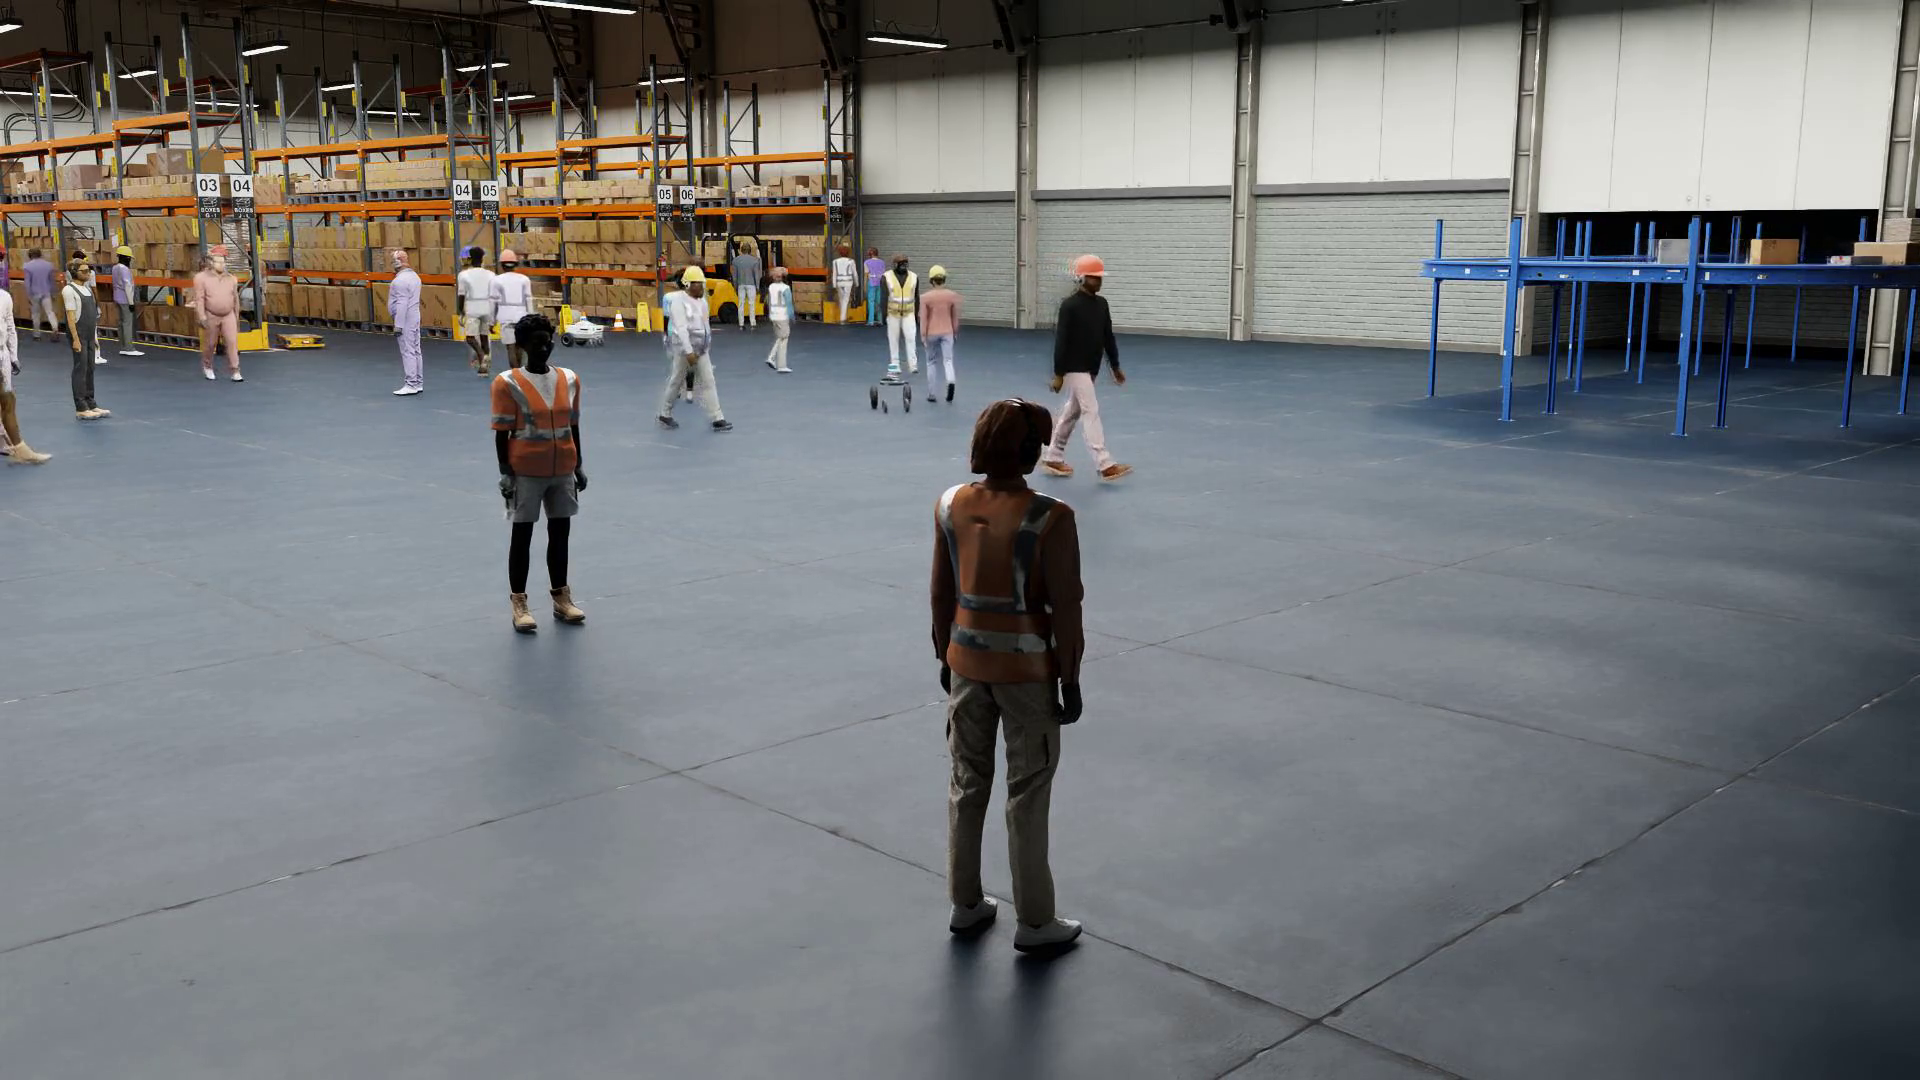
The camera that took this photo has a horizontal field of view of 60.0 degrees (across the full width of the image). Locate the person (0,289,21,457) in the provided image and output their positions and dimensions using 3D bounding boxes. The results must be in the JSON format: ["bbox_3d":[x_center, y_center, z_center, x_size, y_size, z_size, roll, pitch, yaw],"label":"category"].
[{"bbox_3d":[-9.292,-1.732,15.842,0.408,1.908,0.643,8,13,38],"label":"person"}]

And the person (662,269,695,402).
[{"bbox_3d":[-3.538,-2.629,21.350,0.547,1.673,0.714,-2,11,-9],"label":"person"}]

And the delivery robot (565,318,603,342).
[{"bbox_3d":[-7.189,-4.006,31.789,0.707,0.478,0.477,4,11,22],"label":"delivery robot"}]

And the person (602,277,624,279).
[{"bbox_3d":[-8.542,-6.423,41.117,0.601,2.029,0.615,10,14,42],"label":"person"}]

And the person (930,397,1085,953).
[{"bbox_3d":[0.139,0.399,4.946,0.524,1.639,0.308,8,13,36],"label":"person"}]

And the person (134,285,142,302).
[{"bbox_3d":[-20.947,-6.402,42.050,0.499,1.634,0.289,-8,13,-37],"label":"person"}]

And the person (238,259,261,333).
[{"bbox_3d":[-14.653,-5.020,34.360,0.571,1.677,0.553,10,14,42],"label":"person"}]

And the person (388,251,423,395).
[{"bbox_3d":[-7.409,-2.893,22.190,0.407,1.902,0.638,0,10,0],"label":"person"}]

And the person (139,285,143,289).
[{"bbox_3d":[-20.245,-6.263,40.533,0.938,1.906,0.611,7,12,32],"label":"person"}]

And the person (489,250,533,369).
[{"bbox_3d":[-6.228,-3.036,22.949,0.575,1.900,0.901,-6,12,-31],"label":"person"}]

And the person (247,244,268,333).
[{"bbox_3d":[-14.901,-5.278,35.089,0.379,1.937,0.548,9,13,39],"label":"person"}]

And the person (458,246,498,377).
[{"bbox_3d":[-7.182,-3.411,24.883,0.621,1.943,0.619,-7,13,-34],"label":"person"}]

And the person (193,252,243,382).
[{"bbox_3d":[-10.861,-3.266,24.318,0.643,1.871,0.928,-9,13,-39],"label":"person"}]

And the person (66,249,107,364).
[{"bbox_3d":[-14.487,-3.862,27.541,0.513,1.876,0.328,-1,10,-4],"label":"person"}]

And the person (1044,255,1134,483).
[{"bbox_3d":[1.109,-1.490,14.437,1.014,1.942,0.619,7,13,35],"label":"person"}]

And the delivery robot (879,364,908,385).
[{"bbox_3d":[-0.824,-2.031,20.310,0.335,0.223,0.698,-2,10,-9],"label":"delivery robot"}]

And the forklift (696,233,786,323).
[{"bbox_3d":[-5.496,-6.489,41.108,2.313,2.155,1.214,-10,14,-44],"label":"forklift"}]

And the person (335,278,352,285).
[{"bbox_3d":[-16.610,-7.024,44.577,0.620,1.961,0.667,-4,11,-20],"label":"person"}]

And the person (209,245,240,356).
[{"bbox_3d":[-13.103,-4.258,29.523,0.544,1.939,0.353,9,14,42],"label":"person"}]

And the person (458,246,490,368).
[{"bbox_3d":[-7.822,-3.734,26.686,0.521,1.926,0.640,-6,12,-28],"label":"person"}]

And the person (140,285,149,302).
[{"bbox_3d":[-23.841,-7.719,48.466,0.587,1.915,0.395,7,12,33],"label":"person"}]

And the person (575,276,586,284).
[{"bbox_3d":[-10.361,-7.107,45.623,0.483,1.737,0.320,4,11,19],"label":"person"}]

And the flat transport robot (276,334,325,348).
[{"bbox_3d":[-12.578,-3.798,31.686,0.652,0.197,1.431,-6,12,-30],"label":"flat transport robot"}]

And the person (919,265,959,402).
[{"bbox_3d":[-0.250,-2.602,21.034,0.521,1.743,0.697,-2,11,-12],"label":"person"}]

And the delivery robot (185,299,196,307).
[{"bbox_3d":[-18.948,-5.734,41.209,0.477,0.478,0.707,-8,13,-39],"label":"delivery robot"}]

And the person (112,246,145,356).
[{"bbox_3d":[-14.710,-4.213,29.336,0.584,1.917,0.383,10,14,44],"label":"person"}]

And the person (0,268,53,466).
[{"bbox_3d":[-8.917,-1.639,15.080,0.994,2.008,0.621,-8,13,-38],"label":"person"}]

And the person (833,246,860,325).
[{"bbox_3d":[-2.693,-6.068,39.651,0.582,1.836,0.908,5,12,26],"label":"person"}]

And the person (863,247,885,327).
[{"bbox_3d":[-1.980,-5.890,38.708,0.563,1.838,0.378,-8,13,-38],"label":"person"}]

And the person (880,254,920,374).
[{"bbox_3d":[-0.895,-3.431,25.355,0.640,1.810,0.827,-2,11,-12],"label":"person"}]

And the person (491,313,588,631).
[{"bbox_3d":[-2.262,-0.372,8.992,0.542,1.695,0.316,-10,14,-42],"label":"person"}]

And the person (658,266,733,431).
[{"bbox_3d":[-2.934,-2.082,18.101,0.949,1.790,0.582,6,12,31],"label":"person"}]

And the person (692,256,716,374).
[{"bbox_3d":[-4.003,-3.449,25.537,0.596,1.795,0.708,-2,11,-9],"label":"person"}]

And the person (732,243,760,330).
[{"bbox_3d":[-4.789,-5.686,37.313,0.634,1.938,0.355,2,11,12],"label":"person"}]

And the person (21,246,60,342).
[{"bbox_3d":[-18.271,-4.891,33.106,0.921,1.910,0.633,8,13,38],"label":"person"}]

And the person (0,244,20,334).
[{"bbox_3d":[-20.718,-5.403,35.921,0.654,1.923,0.564,3,11,14],"label":"person"}]

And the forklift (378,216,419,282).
[{"bbox_3d":[-17.868,-9.201,54.028,1.873,2.768,1.129,-10,14,-44],"label":"forklift"}]

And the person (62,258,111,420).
[{"bbox_3d":[-10.164,-2.336,19.299,0.344,1.846,0.507,-1,10,-4],"label":"person"}]

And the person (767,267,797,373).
[{"bbox_3d":[-2.746,-3.397,25.674,0.366,1.627,0.522,-8,13,-38],"label":"person"}]
